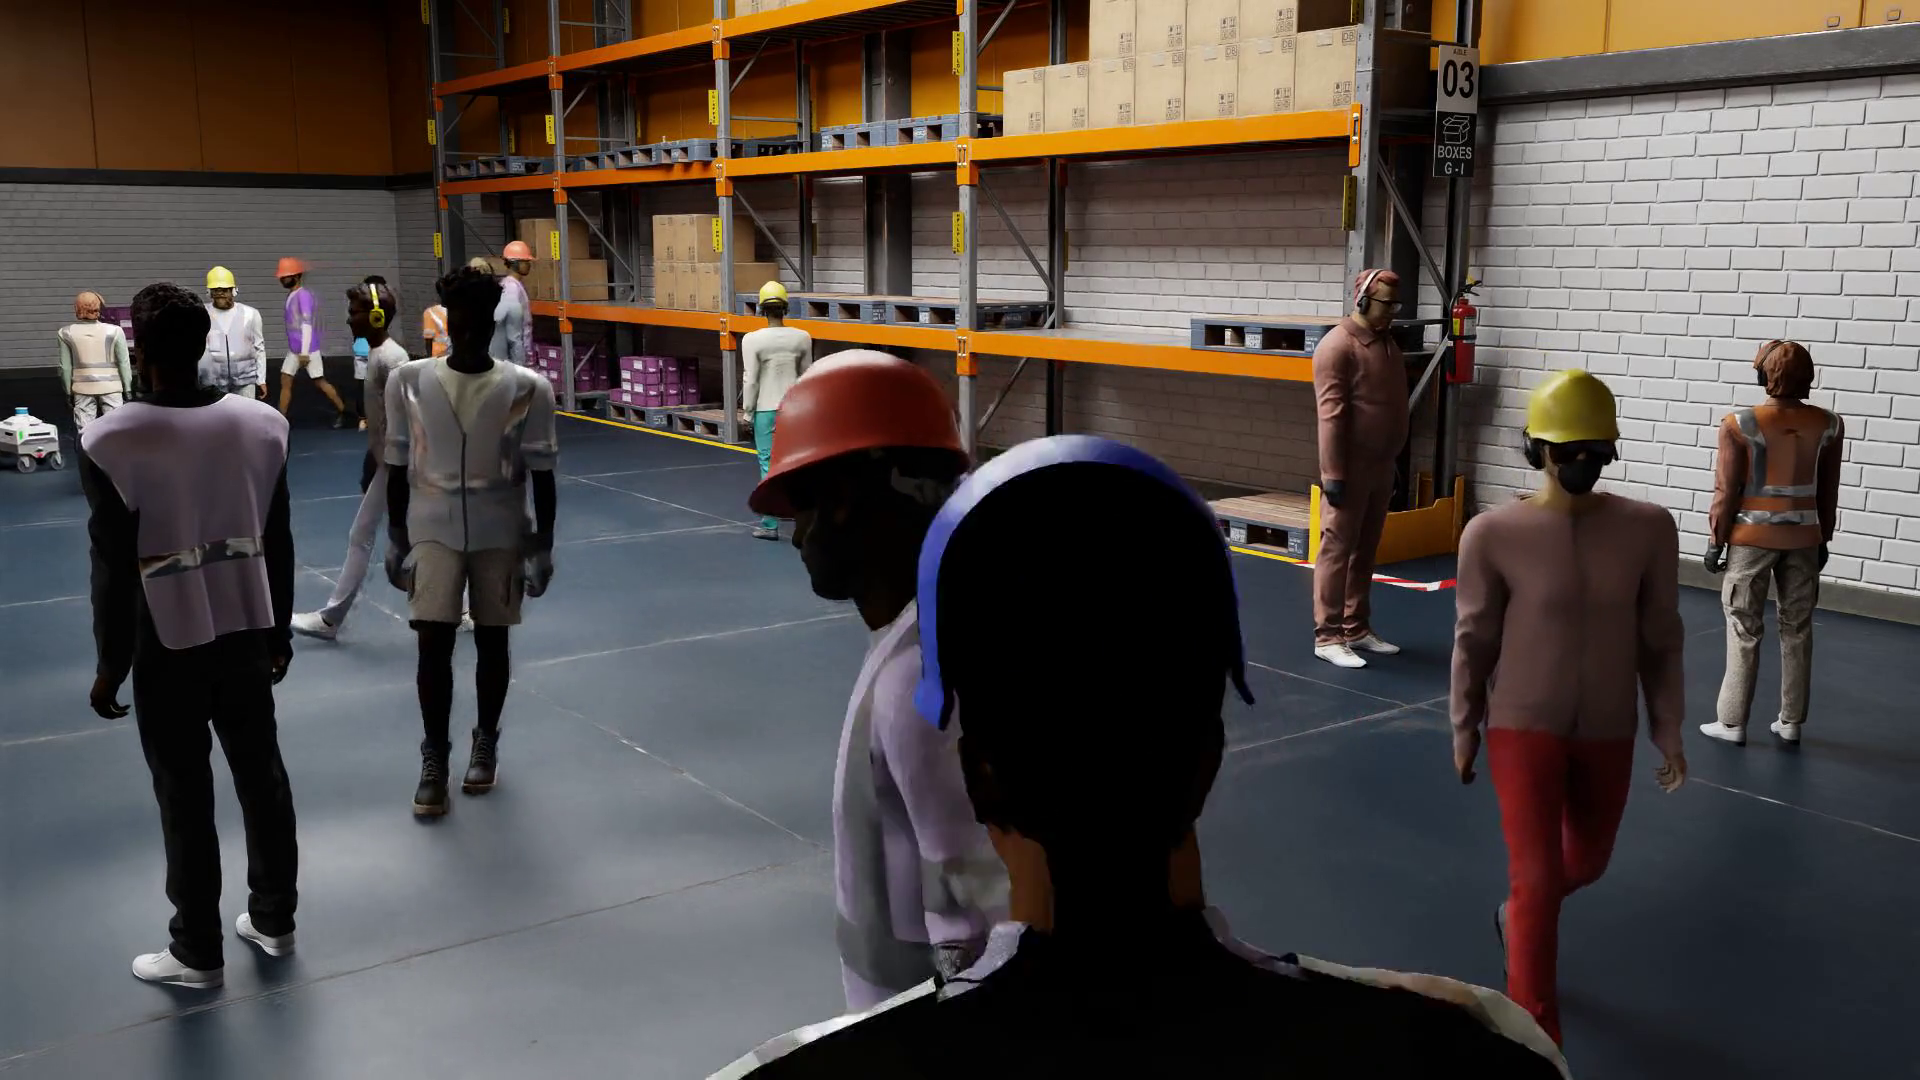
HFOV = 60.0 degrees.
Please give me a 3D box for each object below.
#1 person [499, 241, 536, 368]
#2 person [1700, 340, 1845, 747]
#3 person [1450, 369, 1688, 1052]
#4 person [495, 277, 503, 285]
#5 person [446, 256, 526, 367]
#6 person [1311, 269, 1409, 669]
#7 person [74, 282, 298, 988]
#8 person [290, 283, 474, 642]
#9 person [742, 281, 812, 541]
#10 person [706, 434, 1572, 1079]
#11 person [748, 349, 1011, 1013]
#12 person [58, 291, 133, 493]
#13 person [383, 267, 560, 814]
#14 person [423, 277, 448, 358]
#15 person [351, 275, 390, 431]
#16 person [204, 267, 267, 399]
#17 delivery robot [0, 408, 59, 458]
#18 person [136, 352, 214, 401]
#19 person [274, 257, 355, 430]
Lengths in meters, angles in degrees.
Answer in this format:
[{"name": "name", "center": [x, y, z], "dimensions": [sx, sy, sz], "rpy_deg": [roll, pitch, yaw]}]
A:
[{"name": "person", "center": [-4.330, -1.899, 16.328], "dimensions": [0.390, 2.039, 0.656], "rpy_deg": [-3, 11, -17]}, {"name": "person", "center": [3.260, 0.023, 6.685], "dimensions": [0.519, 1.640, 0.307], "rpy_deg": [-1, 10, -3]}, {"name": "person", "center": [1.462, 0.437, 4.100], "dimensions": [0.523, 1.736, 0.803], "rpy_deg": [0, 10, -3]}, {"name": "person", "center": [-5.433, -2.277, 19.609], "dimensions": [0.286, 1.626, 0.493], "rpy_deg": [10, 14, 44]}, {"name": "person", "center": [-3.769, -1.293, 13.301], "dimensions": [0.653, 1.947, 0.591], "rpy_deg": [1, 10, 6]}, {"name": "person", "center": [1.955, -0.348, 8.034], "dimensions": [0.406, 1.902, 0.636], "rpy_deg": [9, 13, 40]}, {"name": "person", "center": [-2.074, 0.266, 4.542], "dimensions": [0.390, 1.919, 0.591], "rpy_deg": [6, 12, 31]}, {"name": "person", "center": [-2.962, -0.383, 8.442], "dimensions": [0.982, 1.818, 0.546], "rpy_deg": [-3, 11, -16]}, {"name": "person", "center": [-1.253, -0.877, 11.380], "dimensions": [0.526, 1.765, 0.329], "rpy_deg": [-6, 12, -31]}, {"name": "person", "center": [0.126, 0.901, 1.030], "dimensions": [0.635, 1.911, 0.887], "rpy_deg": [0, 10, 1]}, {"name": "person", "center": [0.051, 0.707, 2.166], "dimensions": [0.686, 1.887, 0.607], "rpy_deg": [0, 10, 1]}, {"name": "person", "center": [-6.944, -1.174, 13.398], "dimensions": [0.514, 1.639, 0.307], "rpy_deg": [-4, 11, -19]}, {"name": "person", "center": [-1.745, 0.009, 5.929], "dimensions": [0.636, 1.931, 0.727], "rpy_deg": [-2, 10, -12]}, {"name": "person", "center": [-5.216, -1.842, 17.009], "dimensions": [0.534, 1.686, 0.321], "rpy_deg": [-8, 13, -39]}, {"name": "person", "center": [-6.340, -1.989, 17.884], "dimensions": [0.636, 1.682, 0.317], "rpy_deg": [6, 12, 31]}, {"name": "person", "center": [-6.034, -1.329, 13.717], "dimensions": [0.600, 1.830, 0.404], "rpy_deg": [-5, 11, -25]}, {"name": "delivery robot", "center": [-8.359, -0.940, 14.852], "dimensions": [0.707, 0.478, 0.477], "rpy_deg": [8, 13, 40]}, {"name": "person", "center": [-5.093, -0.722, 10.908], "dimensions": [0.550, 1.615, 0.507], "rpy_deg": [7, 12, 33]}, {"name": "person", "center": [-7.047, -2.091, 17.886], "dimensions": [0.999, 1.878, 0.562], "rpy_deg": [-8, 13, -38]}]
